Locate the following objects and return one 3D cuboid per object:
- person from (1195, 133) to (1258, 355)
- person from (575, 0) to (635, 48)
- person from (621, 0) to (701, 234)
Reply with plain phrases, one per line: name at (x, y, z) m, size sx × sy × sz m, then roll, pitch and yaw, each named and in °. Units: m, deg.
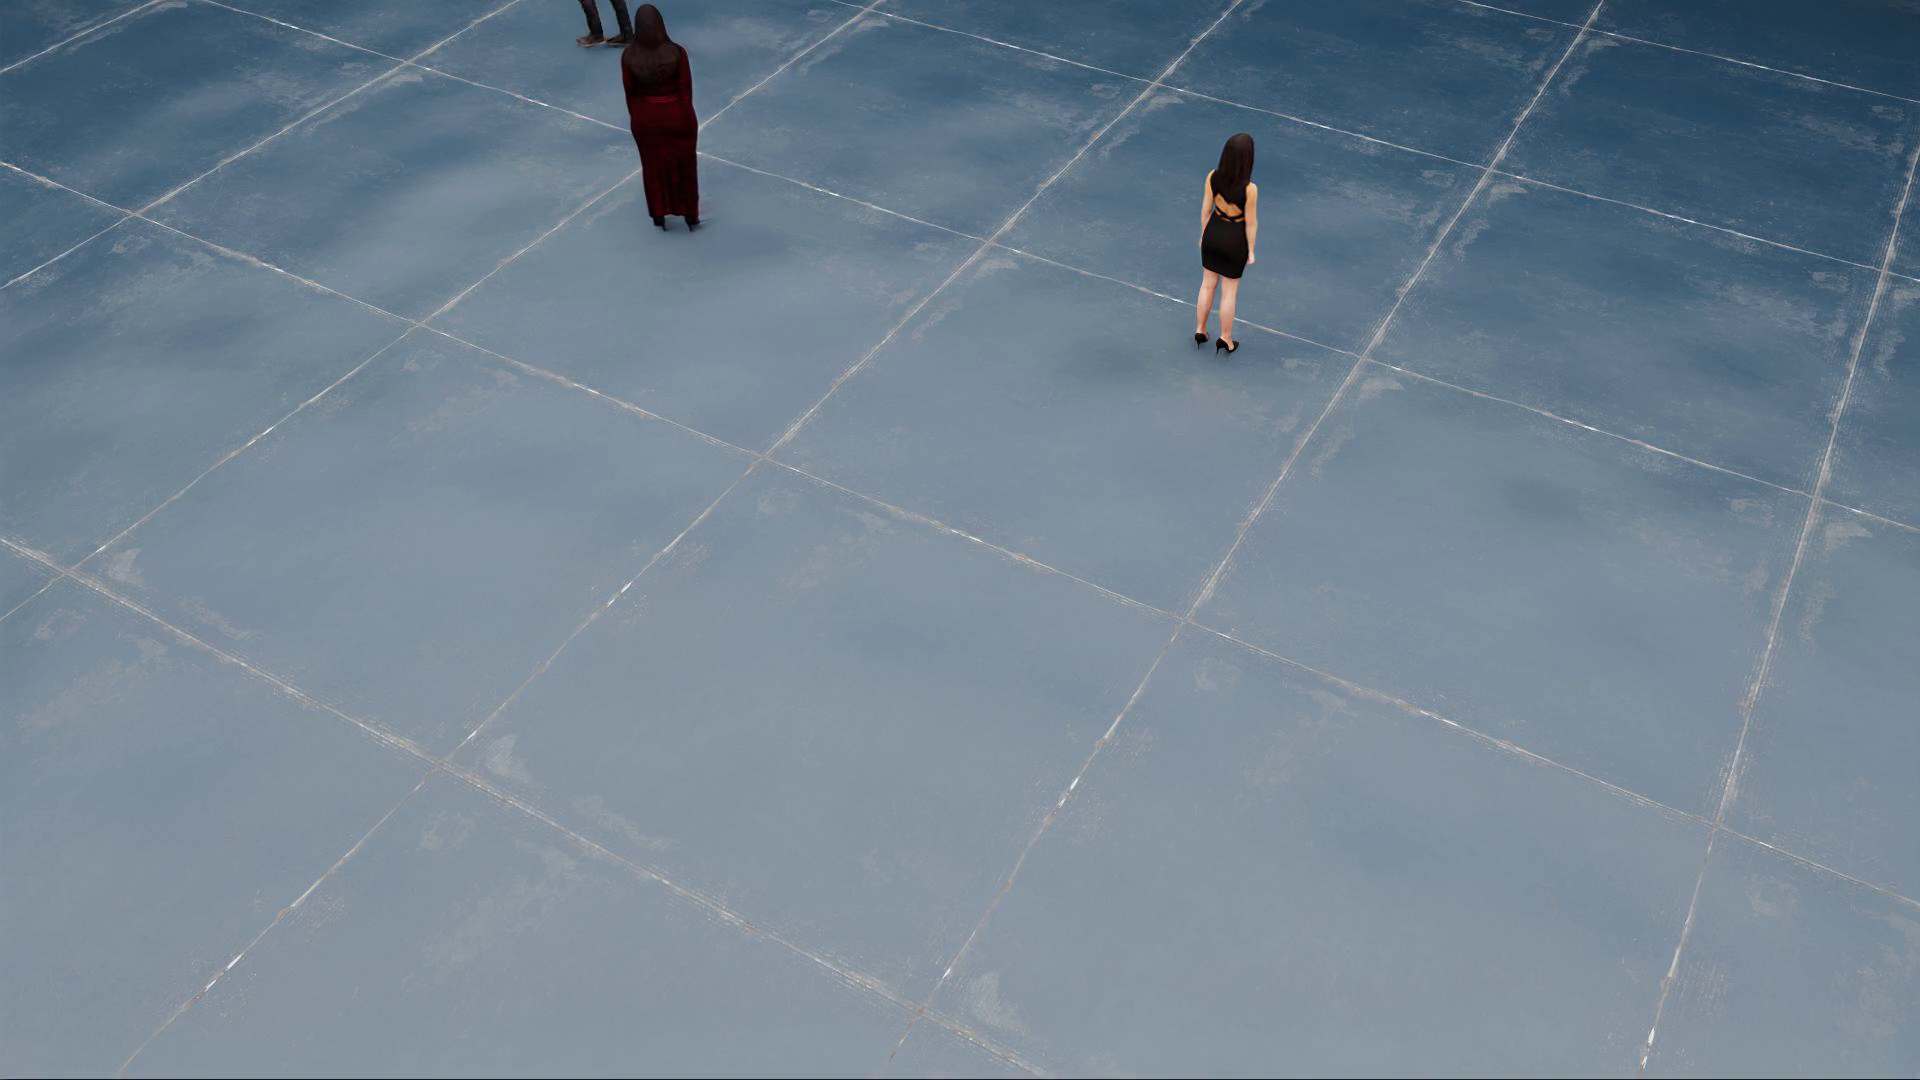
person at (1.781, -1.974, 11.173) m, size 0.582 × 1.650 × 0.503 m, roll 26°, pitch 48°, yaw 26°
person at (-3.102, -5.156, 14.602) m, size 0.898 × 1.751 × 0.838 m, roll -10°, pitch 43°, yaw -11°
person at (-2.199, -3.101, 12.338) m, size 0.793 × 1.752 × 0.828 m, roll -2°, pitch 42°, yaw -2°
